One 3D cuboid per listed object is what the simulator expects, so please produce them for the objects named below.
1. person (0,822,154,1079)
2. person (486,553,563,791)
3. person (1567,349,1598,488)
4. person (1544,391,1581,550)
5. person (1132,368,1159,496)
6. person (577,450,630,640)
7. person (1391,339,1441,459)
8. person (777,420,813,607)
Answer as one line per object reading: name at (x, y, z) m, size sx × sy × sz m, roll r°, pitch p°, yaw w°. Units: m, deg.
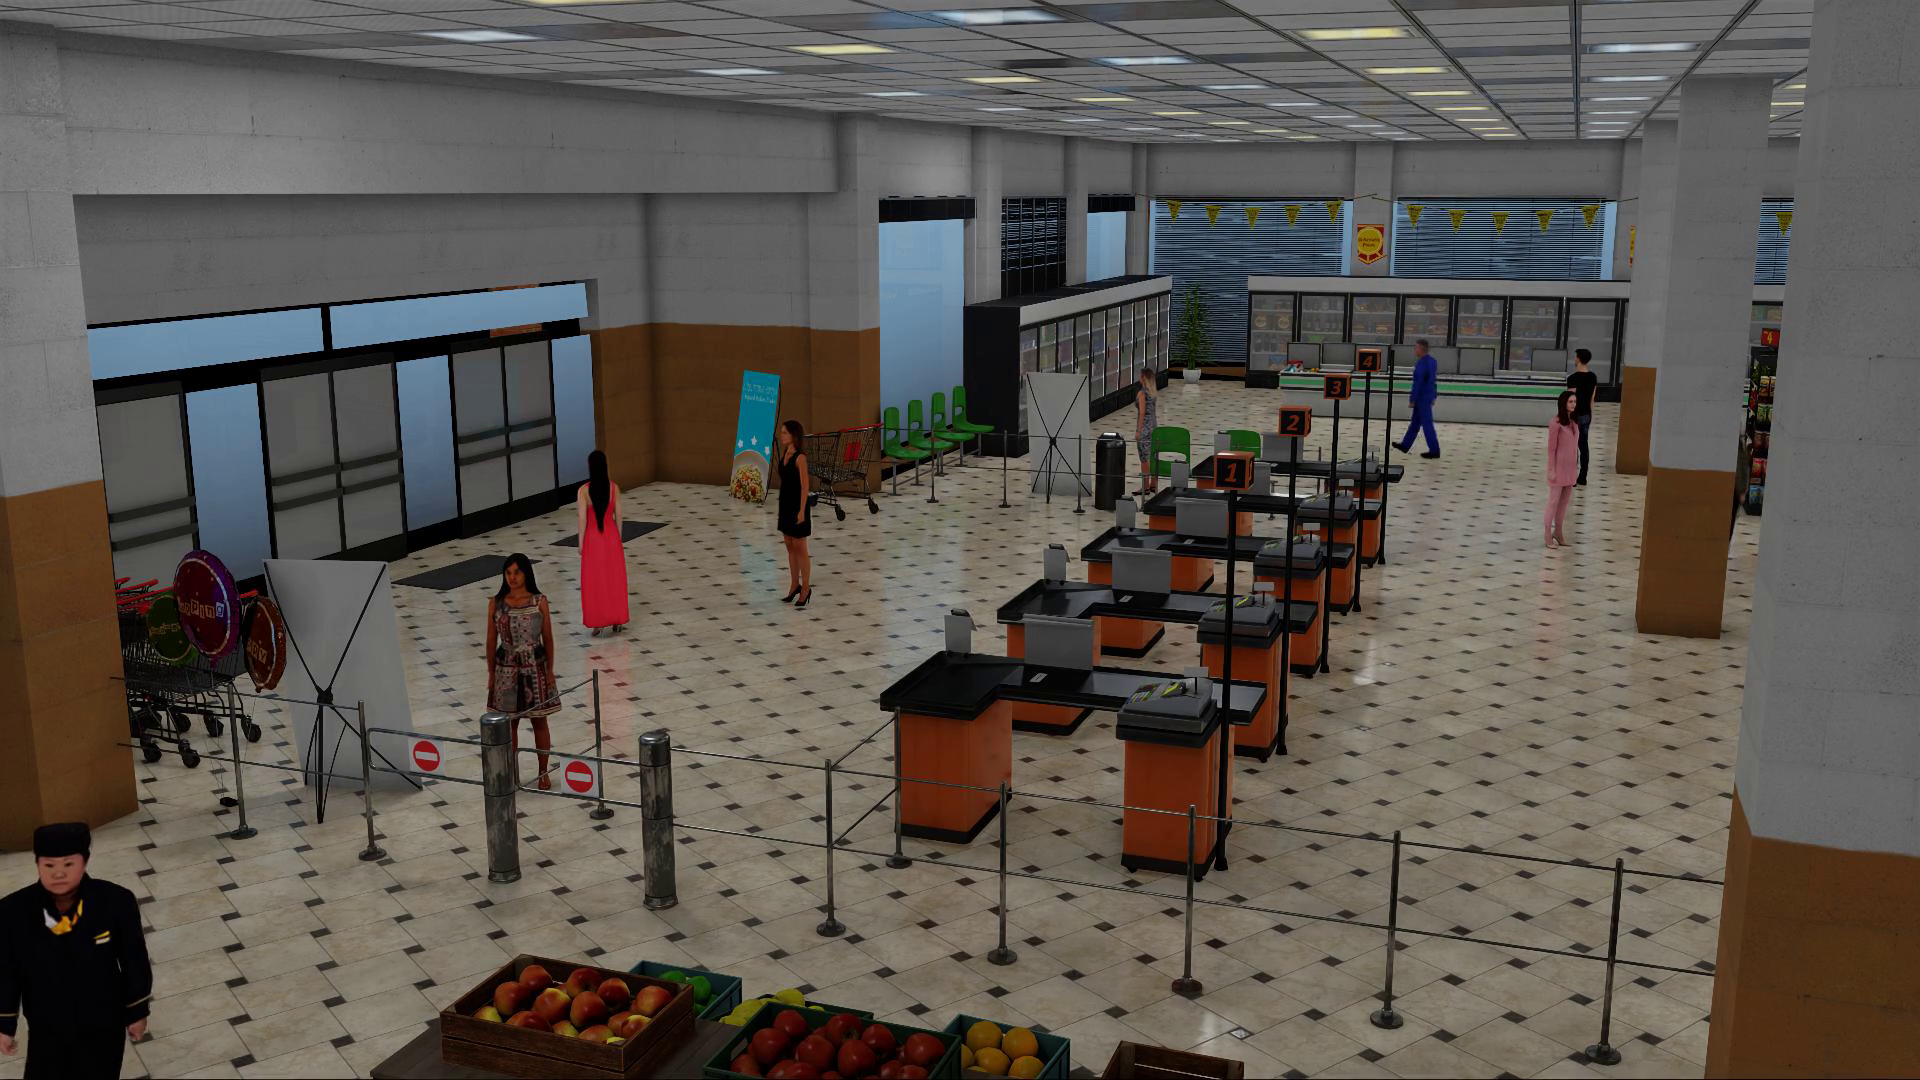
person at (-3.474, 1.883, 6.564) m, size 0.820 × 1.663 × 0.895 m, roll -4°, pitch 13°, yaw -20°
person at (-2.977, 0.891, 11.321) m, size 0.642 × 1.645 × 0.784 m, roll -2°, pitch 12°, yaw -8°
person at (8.563, -1.696, 22.997) m, size 0.753 × 1.897 × 0.806 m, roll -6°, pitch 13°, yaw -26°
person at (6.884, -0.813, 19.033) m, size 0.691 × 1.803 × 0.717 m, roll -8°, pitch 14°, yaw -32°
person at (2.519, -1.467, 22.380) m, size 0.594 × 1.703 × 0.620 m, roll 9°, pitch 15°, yaw 36°
person at (-3.278, 0.035, 15.192) m, size 0.716 × 1.725 × 0.750 m, roll -8°, pitch 14°, yaw -33°
person at (7.138, -2.117, 25.246) m, size 1.167 × 1.794 × 0.931 m, roll 9°, pitch 15°, yaw 35°
person at (-1.627, -0.262, 16.338) m, size 0.725 × 1.834 × 0.630 m, roll -9°, pitch 15°, yaw -36°
